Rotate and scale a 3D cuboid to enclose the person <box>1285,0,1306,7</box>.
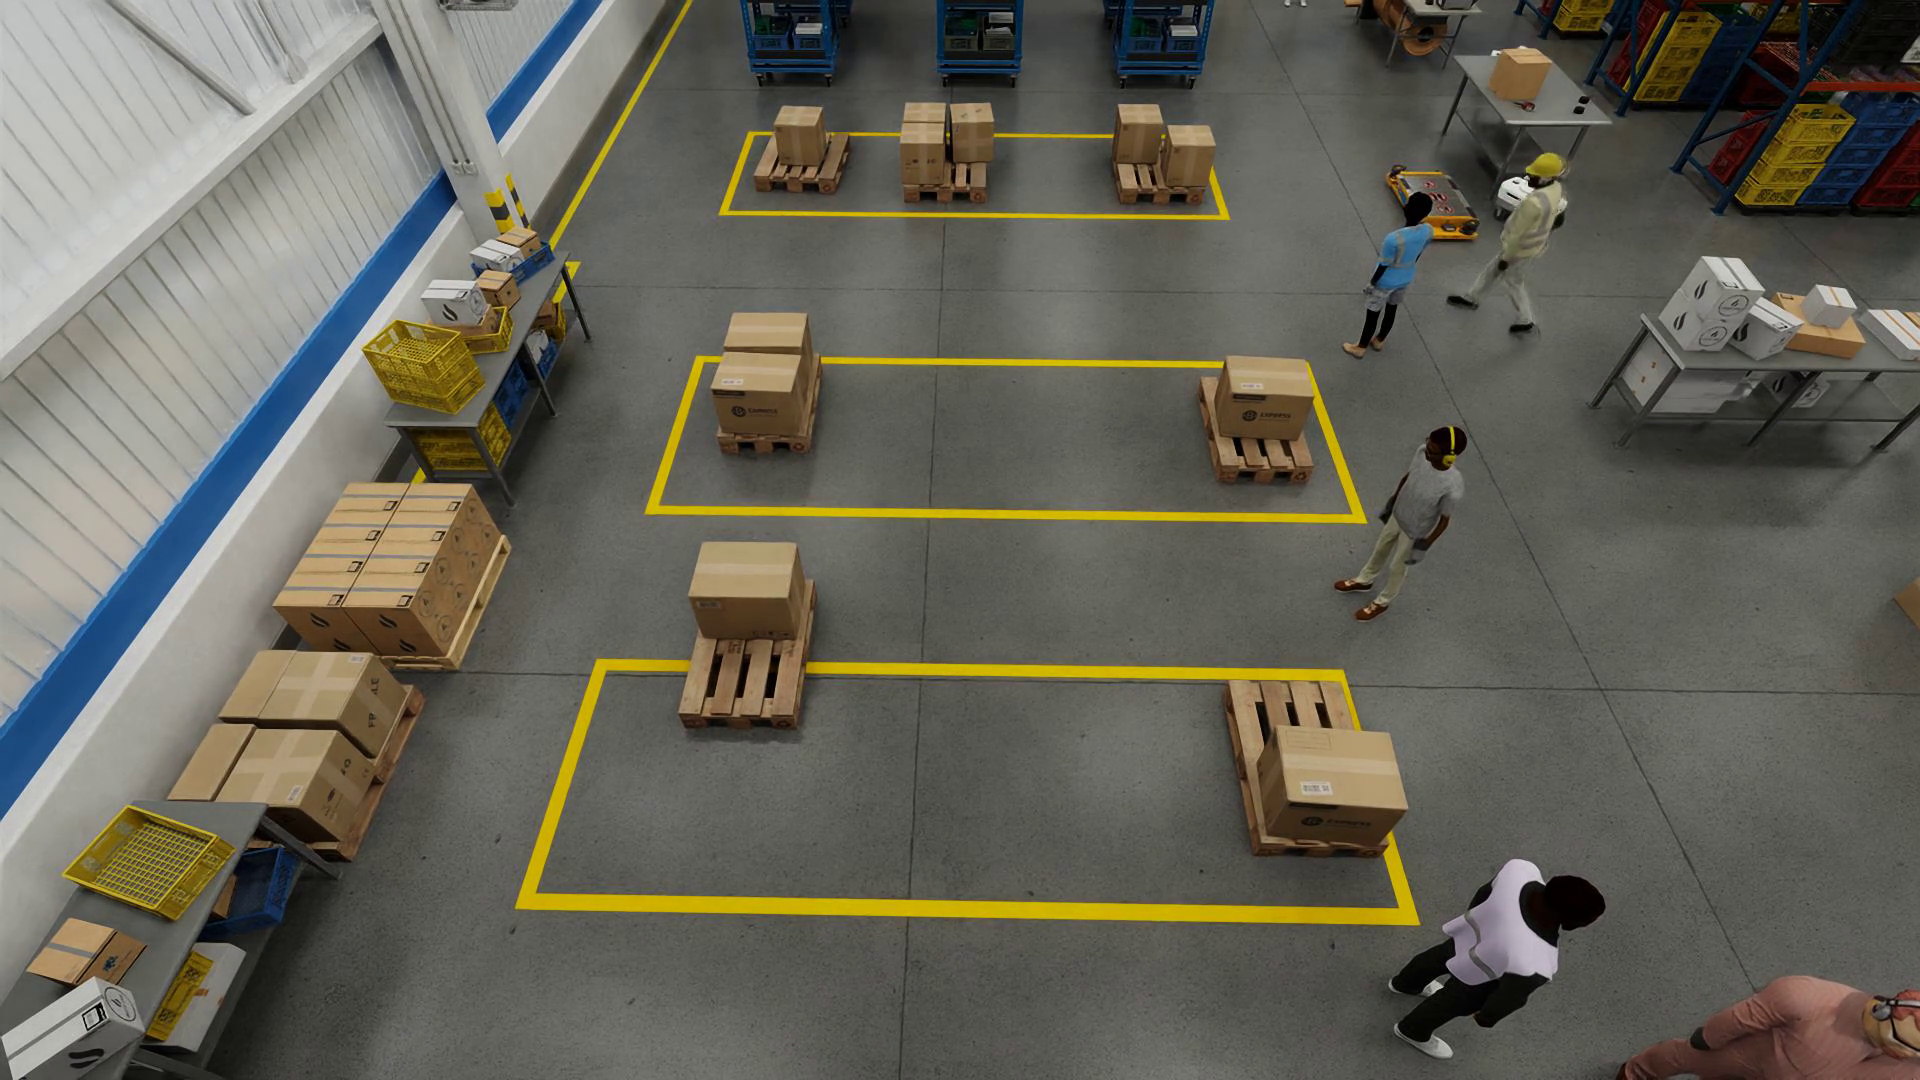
[{"bbox_3d":[5.666,-9.639,14.965,0.519,1.633,0.312,4,49,3],"label":"person"}]

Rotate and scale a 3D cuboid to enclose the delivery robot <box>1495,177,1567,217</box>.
[{"bbox_3d":[6.669,-3.976,10.711,0.477,0.478,0.707,-23,53,-19],"label":"delivery robot"}]

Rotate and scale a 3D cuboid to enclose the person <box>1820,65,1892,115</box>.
[{"bbox_3d":[11.390,-5.792,11.477,0.968,1.890,0.677,9,50,7],"label":"person"}]

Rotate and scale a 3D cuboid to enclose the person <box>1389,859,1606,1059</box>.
[{"bbox_3d":[2.623,2.110,4.609,0.391,1.917,0.593,10,50,9],"label":"person"}]

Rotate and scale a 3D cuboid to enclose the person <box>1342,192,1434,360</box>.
[{"bbox_3d":[4.104,-2.491,8.733,0.530,1.697,0.321,-19,52,-16],"label":"person"}]

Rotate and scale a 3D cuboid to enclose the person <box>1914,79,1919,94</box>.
[{"bbox_3d":[13.919,-7.026,12.536,0.573,1.887,0.355,24,53,20],"label":"person"}]

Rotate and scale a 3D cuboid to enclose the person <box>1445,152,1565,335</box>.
[{"bbox_3d":[5.611,-2.909,9.045,0.910,1.785,0.634,31,56,24],"label":"person"}]

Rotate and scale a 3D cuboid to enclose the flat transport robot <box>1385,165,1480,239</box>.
[{"bbox_3d":[5.692,-4.094,11.059,0.652,0.197,1.431,1,49,1],"label":"flat transport robot"}]

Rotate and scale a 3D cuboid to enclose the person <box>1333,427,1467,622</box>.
[{"bbox_3d":[3.190,-0.097,6.554,0.334,1.864,0.517,-9,50,-8],"label":"person"}]

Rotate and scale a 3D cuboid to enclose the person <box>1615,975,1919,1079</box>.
[{"bbox_3d":[3.840,2.474,4.300,0.643,1.910,0.399,22,53,18],"label":"person"}]

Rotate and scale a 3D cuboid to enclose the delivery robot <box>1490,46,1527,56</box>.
[{"bbox_3d":[7.998,-6.844,13.193,0.707,0.478,0.477,17,51,14],"label":"delivery robot"}]
